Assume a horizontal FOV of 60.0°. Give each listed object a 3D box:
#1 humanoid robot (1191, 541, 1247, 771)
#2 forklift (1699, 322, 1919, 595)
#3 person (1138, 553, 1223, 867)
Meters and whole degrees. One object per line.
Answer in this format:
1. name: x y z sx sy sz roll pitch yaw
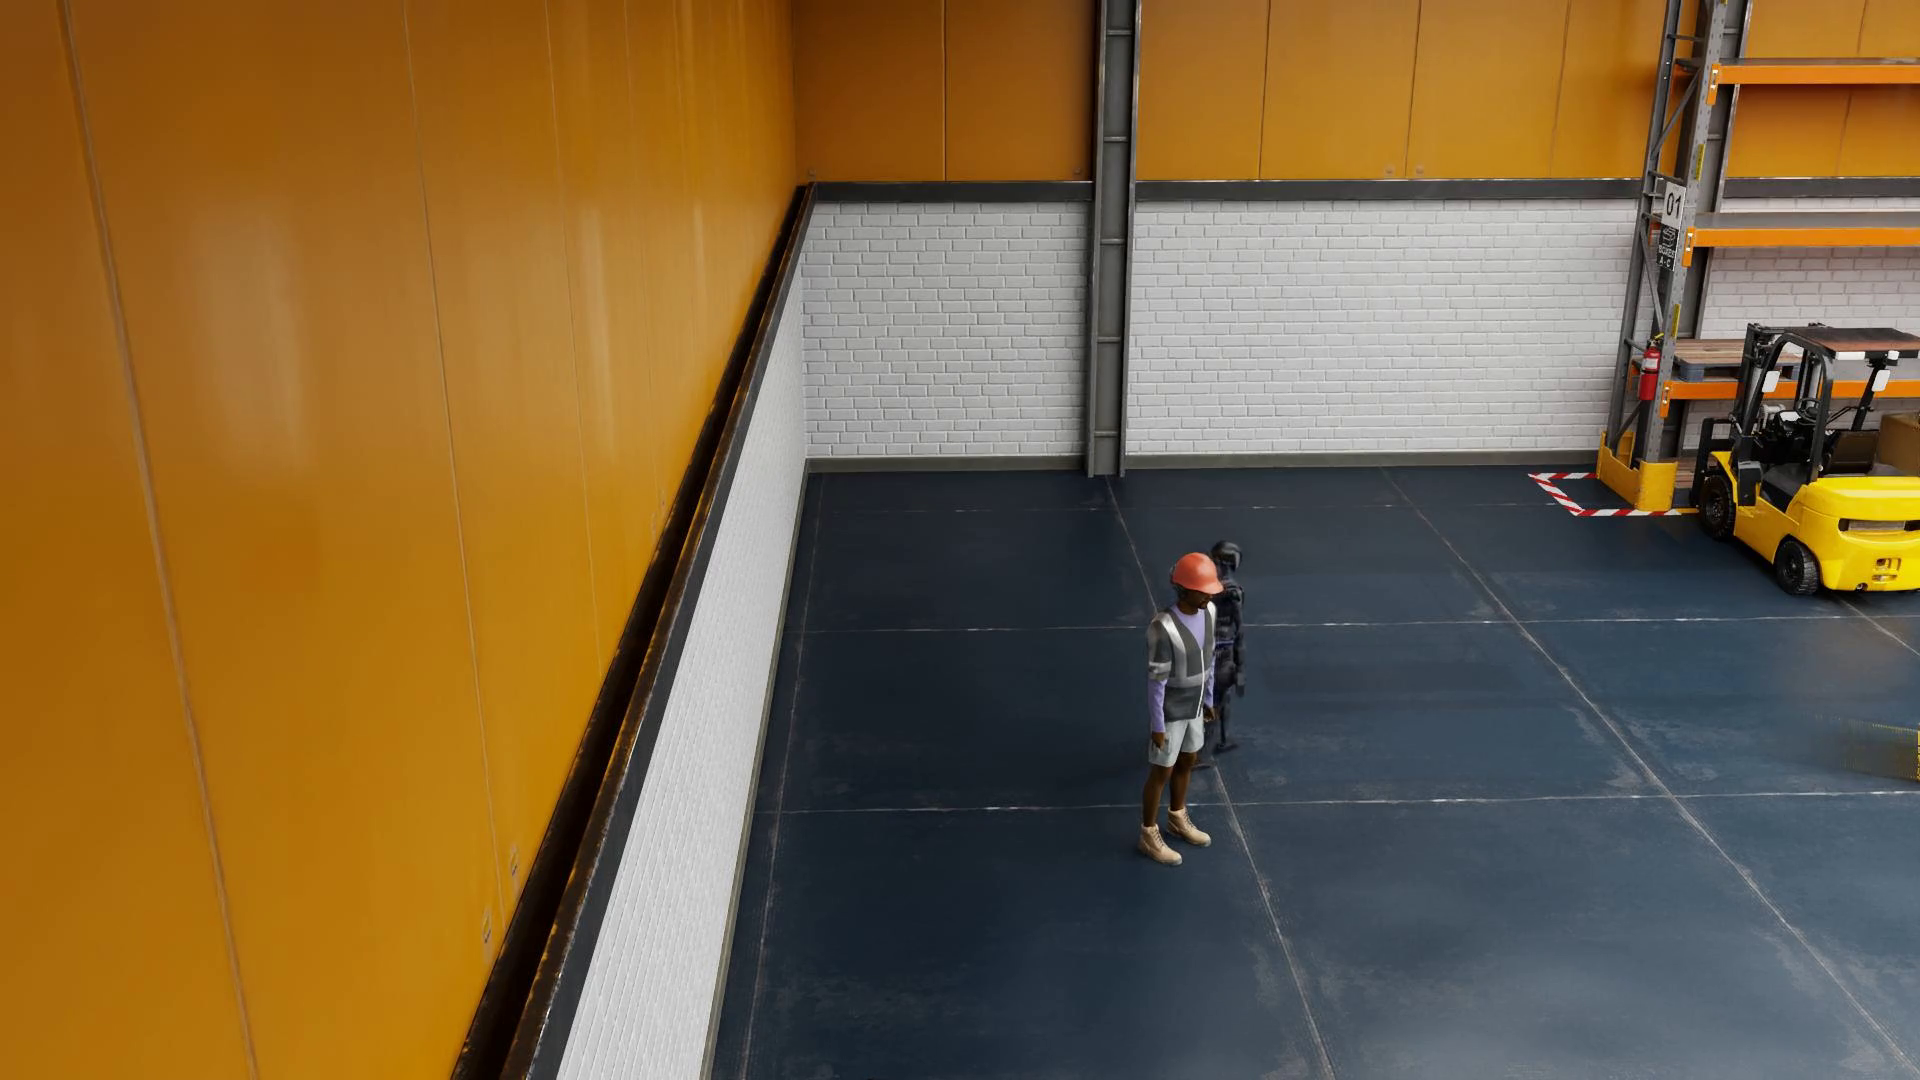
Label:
1. humanoid robot: 1.817 0.780 11.415 0.563 1.640 0.594 -7 21 -19
2. forklift: 7.809 -0.792 14.926 1.214 2.155 2.313 -1 20 -2
3. person: 1.384 1.030 10.228 0.413 2.035 0.601 18 27 40
